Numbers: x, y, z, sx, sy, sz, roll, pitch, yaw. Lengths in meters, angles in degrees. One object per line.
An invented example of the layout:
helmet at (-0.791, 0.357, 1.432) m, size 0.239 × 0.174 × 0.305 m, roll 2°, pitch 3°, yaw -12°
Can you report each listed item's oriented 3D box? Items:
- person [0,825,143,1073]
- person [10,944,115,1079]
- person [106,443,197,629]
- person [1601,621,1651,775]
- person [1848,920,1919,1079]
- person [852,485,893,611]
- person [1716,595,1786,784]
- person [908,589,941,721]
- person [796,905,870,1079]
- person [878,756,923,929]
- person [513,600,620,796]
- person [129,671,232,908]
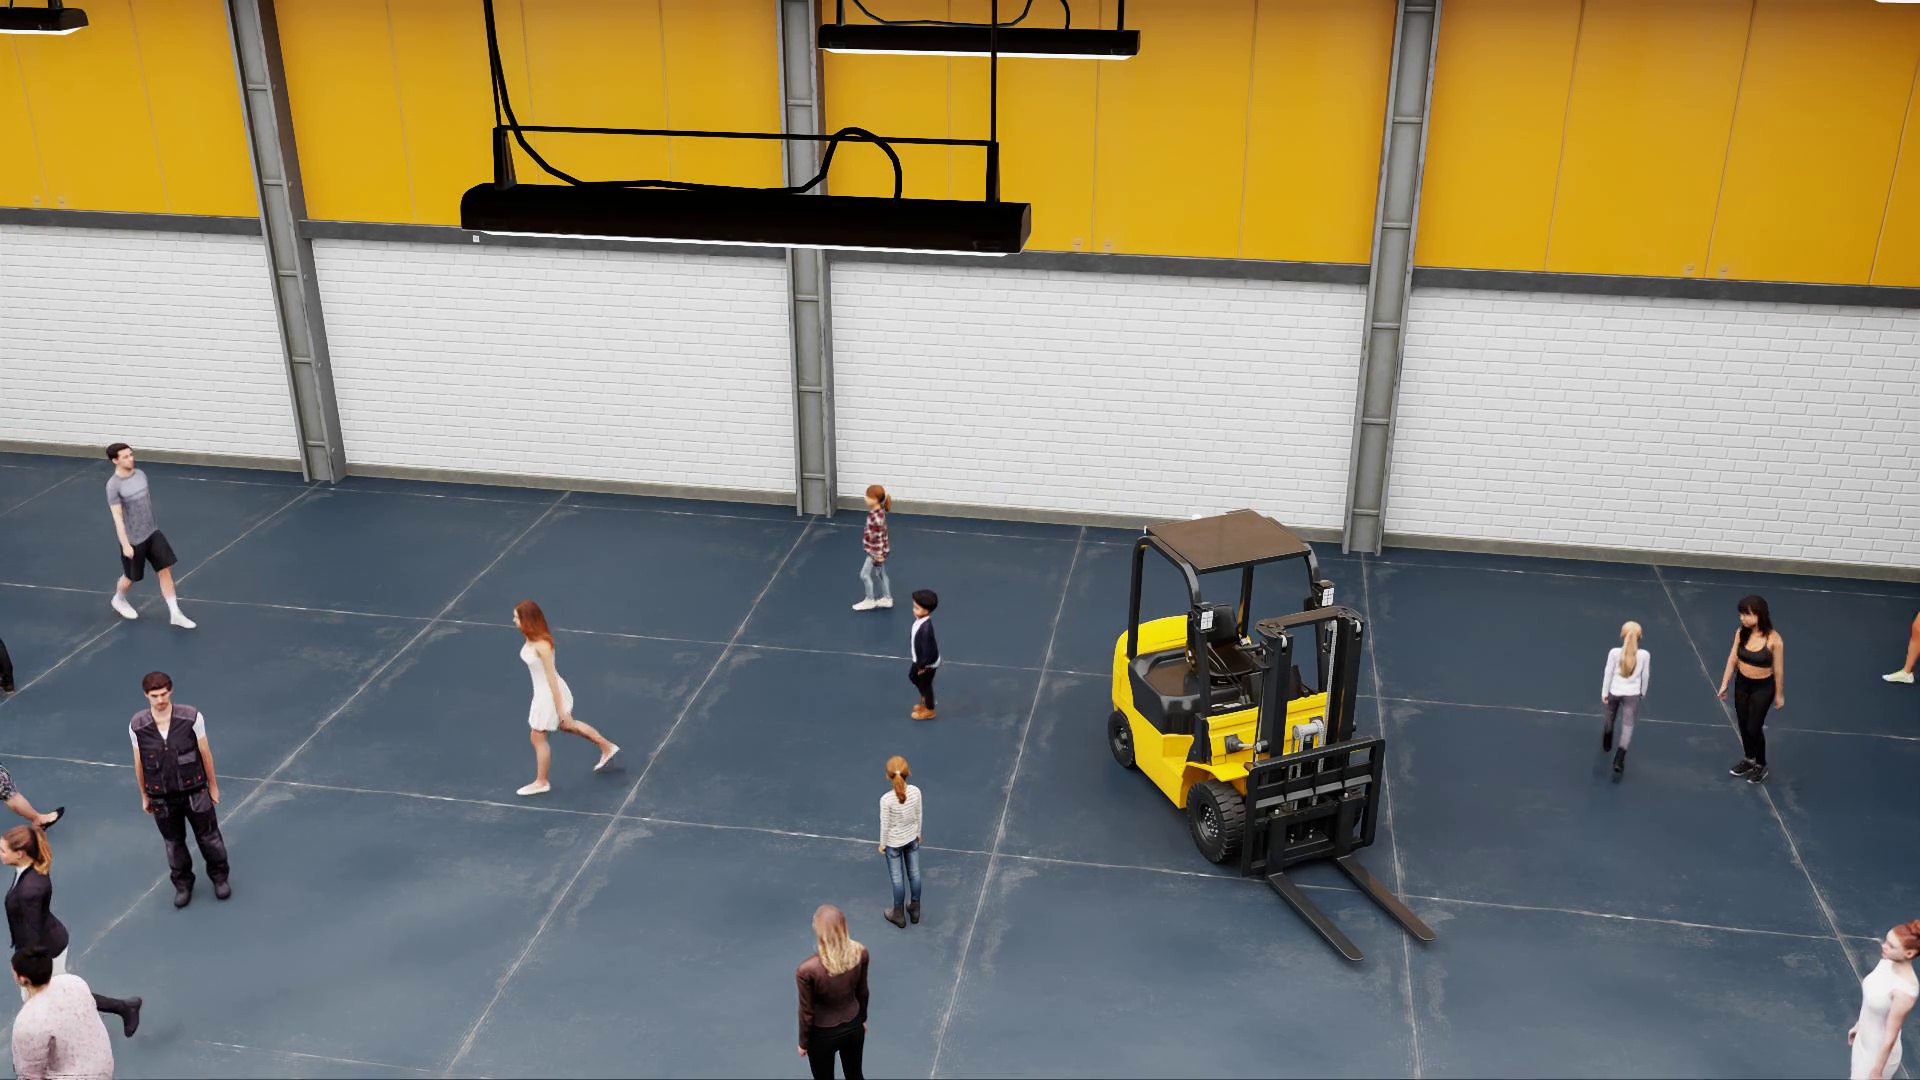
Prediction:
person at (-5.510, 2.504, 10.166) m, size 1.022 × 1.711 × 0.975 m, roll -16°, pitch 28°, yaw -32°
person at (-4.810, 2.955, 9.122) m, size 0.956 × 1.720 × 0.691 m, roll 5°, pitch 24°, yaw 12°
person at (-7.895, -0.037, 15.816) m, size 1.252 × 1.841 × 0.847 m, roll 9°, pitch 25°, yaw 20°
person at (5.403, 1.279, 13.521) m, size 0.882 × 1.267 × 0.703 m, roll 11°, pitch 26°, yaw 23°
person at (5.123, 2.854, 9.265) m, size 0.523 × 1.791 × 0.585 m, roll 7°, pitch 25°, yaw 16°
person at (-0.748, 0.079, 16.233) m, size 0.672 × 1.295 × 0.606 m, roll 0°, pitch 24°, yaw -1°
person at (6.406, 1.192, 13.302) m, size 0.733 × 1.603 × 0.792 m, roll 22°, pitch 32°, yaw 40°
person at (-0.256, 0.977, 14.276) m, size 0.568 × 1.216 × 0.564 m, roll -4°, pitch 24°, yaw -9°
person at (-0.711, 2.805, 9.487) m, size 0.659 × 1.703 × 0.726 m, roll -15°, pitch 28°, yaw -30°
person at (-0.402, 2.101, 11.584) m, size 0.547 × 1.314 × 0.617 m, roll -11°, pitch 26°, yaw -24°
person at (-3.150, 1.222, 13.152) m, size 1.151 × 1.669 × 0.965 m, roll -10°, pitch 26°, yaw -22°
person at (-5.514, 1.744, 11.740) m, size 0.702 × 1.843 × 0.813 m, roll -8°, pitch 25°, yaw -17°
